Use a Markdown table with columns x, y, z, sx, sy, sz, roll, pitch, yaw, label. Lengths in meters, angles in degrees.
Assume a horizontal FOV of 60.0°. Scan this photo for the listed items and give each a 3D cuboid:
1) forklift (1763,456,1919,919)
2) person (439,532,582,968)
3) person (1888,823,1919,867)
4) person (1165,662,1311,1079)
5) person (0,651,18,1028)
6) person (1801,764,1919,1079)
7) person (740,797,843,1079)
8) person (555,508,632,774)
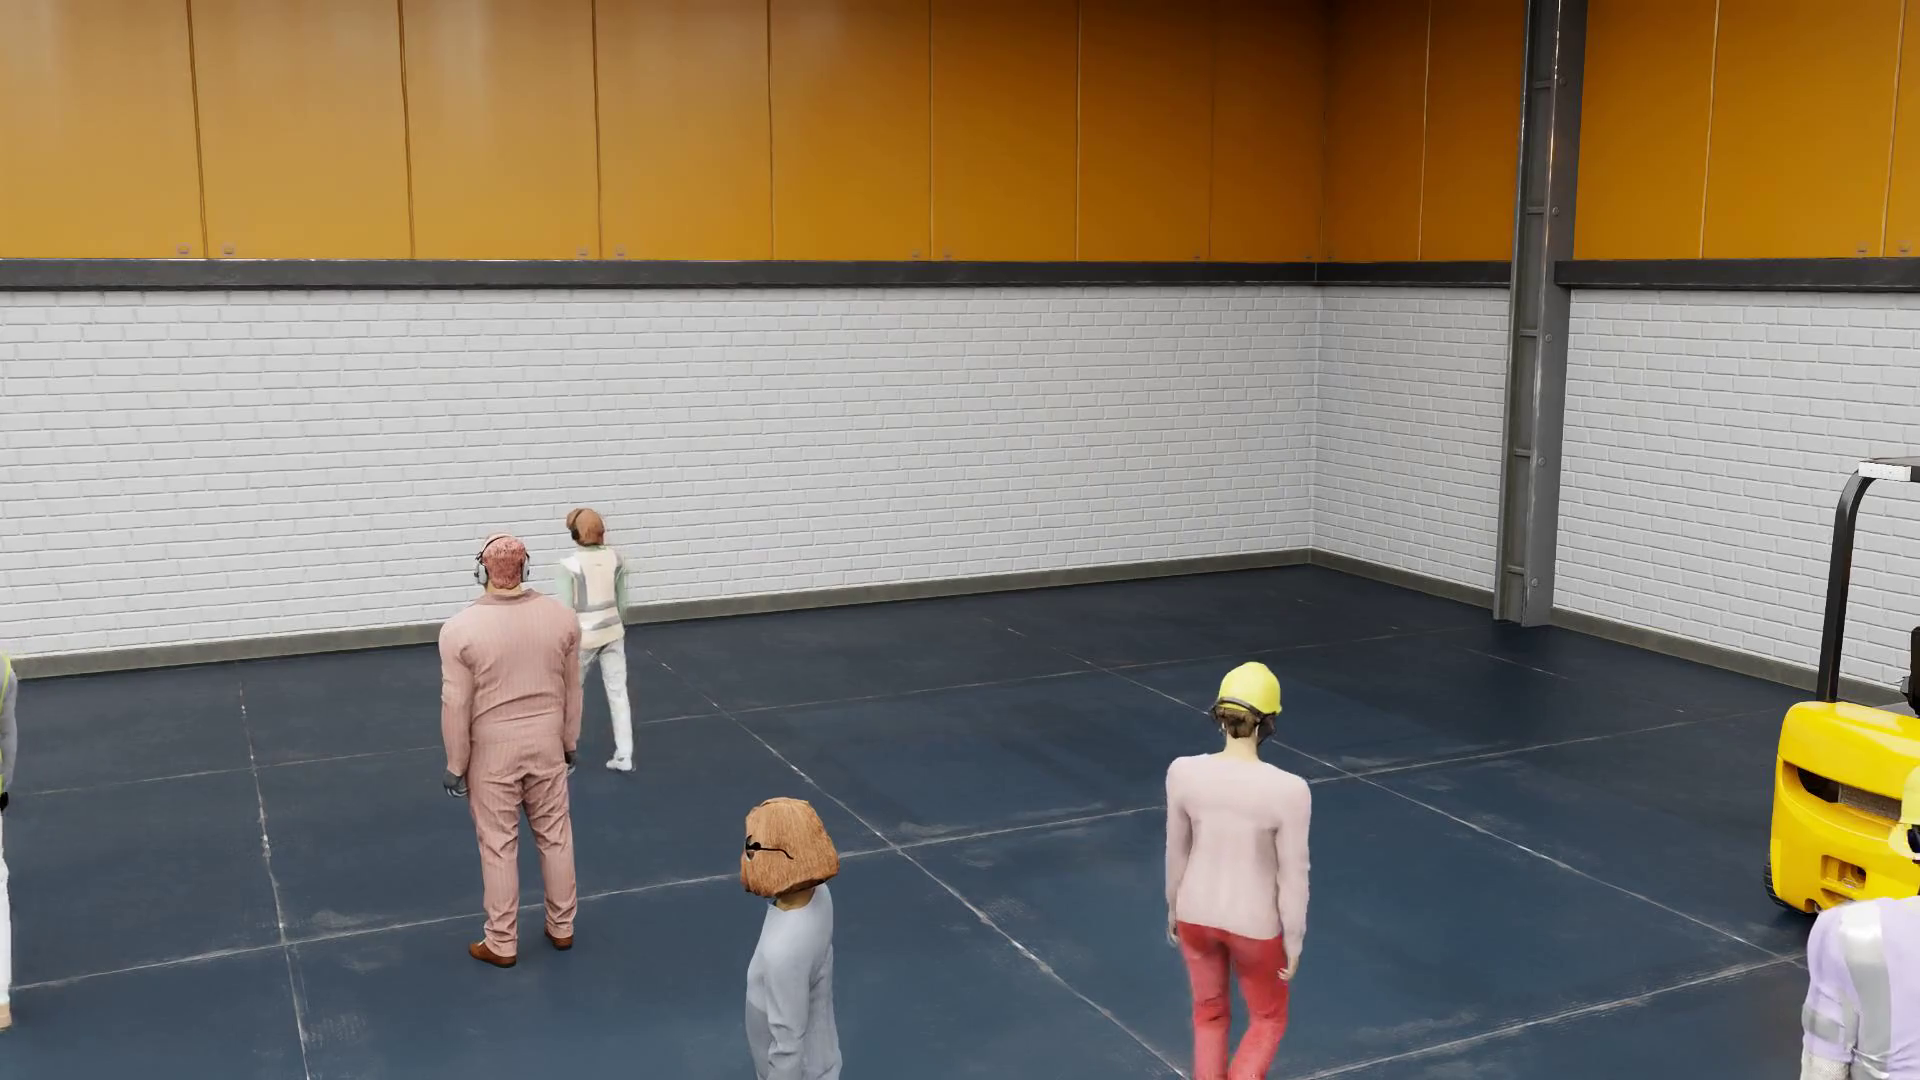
| x | y | z | sx | sy | sz | roll | pitch | yaw | label |
| --- | --- | --- | --- | --- | --- | --- | --- | --- | --- |
| 4.857 | 0.731 | 7.561 | 2.313 | 2.155 | 1.214 | -4 | 10 | -25 | forklift |
| -1.974 | 0.914 | 7.312 | 0.643 | 1.910 | 0.400 | -7 | 12 | -37 | person |
| 2.622 | 1.448 | 4.369 | 0.458 | 1.786 | 0.701 | 4 | 10 | 26 | person |
| 0.894 | 1.281 | 5.532 | 0.521 | 1.745 | 0.513 | 5 | 10 | 28 | person |
| -4.190 | 1.055 | 6.784 | 0.955 | 1.789 | 0.655 | 7 | 11 | 36 | person |
| 2.280 | 1.452 | 3.931 | 0.585 | 1.921 | 0.383 | 3 | 10 | 17 | person |
| -0.464 | 1.496 | 4.548 | 0.282 | 1.633 | 0.500 | 0 | 9 | 3 | person |
| -2.292 | 0.604 | 10.168 | 0.819 | 1.603 | 0.535 | 9 | 13 | 43 | person |
